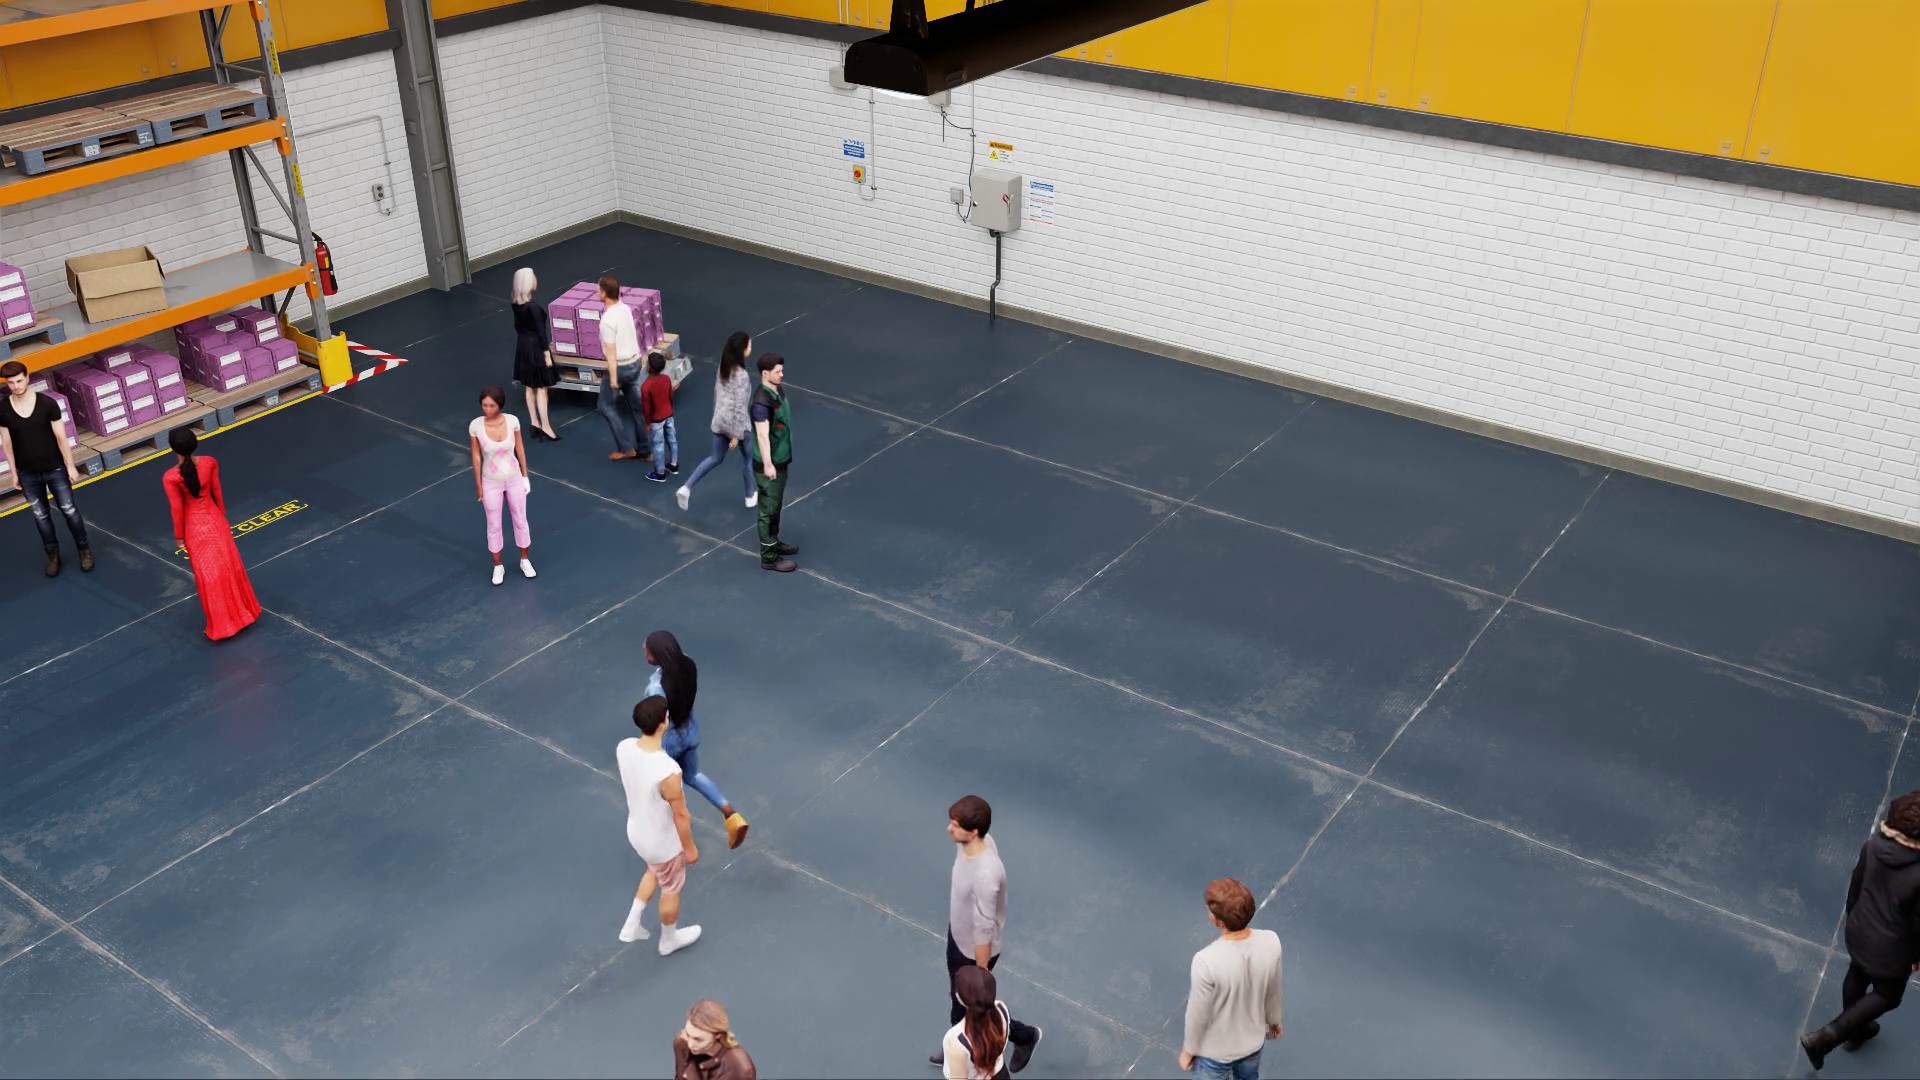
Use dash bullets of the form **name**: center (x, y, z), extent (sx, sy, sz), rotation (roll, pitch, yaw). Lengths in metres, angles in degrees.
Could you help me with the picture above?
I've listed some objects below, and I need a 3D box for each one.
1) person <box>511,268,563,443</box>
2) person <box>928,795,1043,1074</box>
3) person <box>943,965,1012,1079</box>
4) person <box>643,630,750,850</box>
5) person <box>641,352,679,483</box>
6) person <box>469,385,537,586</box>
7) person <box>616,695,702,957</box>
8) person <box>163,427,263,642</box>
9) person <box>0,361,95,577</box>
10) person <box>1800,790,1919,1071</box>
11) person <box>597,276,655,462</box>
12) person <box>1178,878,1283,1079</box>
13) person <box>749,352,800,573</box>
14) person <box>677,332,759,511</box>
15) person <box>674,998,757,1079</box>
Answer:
- **person**: center (-4.109, -1.793, 16.072), extent (0.634, 1.747, 0.609), rotation (25, 37, 37)
- **person**: center (0.162, 2.112, 8.825), extent (0.990, 1.832, 0.926), rotation (-6, 29, -10)
- **person**: center (0.097, 2.689, 7.960), extent (0.613, 1.647, 0.476), rotation (21, 35, 33)
- **person**: center (-1.702, 1.315, 10.439), extent (0.753, 1.685, 0.943), rotation (14, 32, 24)
- **person**: center (-2.781, -1.156, 15.417), extent (0.557, 1.256, 0.423), rotation (19, 34, 31)
- **person**: center (-3.754, -0.471, 13.653), extent (0.615, 1.743, 0.721), rotation (-11, 31, -20)
- **person**: center (-1.815, 1.722, 9.599), extent (0.706, 1.775, 0.787), rotation (25, 38, 38)
- **person**: center (-5.828, -0.049, 12.838), extent (0.704, 1.784, 0.563), rotation (15, 32, 25)
- **person**: center (-7.593, -0.607, 13.746), extent (0.709, 1.894, 0.797), rotation (-8, 30, -15)
- **person**: center (4.892, 2.127, 8.869), extent (1.085, 1.765, 0.926), rotation (-13, 31, -22)
- **person**: center (-3.073, -1.570, 15.565), extent (0.793, 1.840, 0.682), rotation (12, 31, 21)
- **person**: center (1.360, 2.435, 8.164), extent (0.754, 1.897, 0.920), rotation (-8, 30, -15)
- **person**: center (-1.583, -0.674, 13.863), extent (0.828, 1.899, 0.717), rotation (1, 29, 2)
- **person**: center (-2.087, -0.965, 14.615), extent (1.193, 1.689, 0.839), rotation (-23, 36, -36)
- **person**: center (-1.098, 2.740, 7.817), extent (0.665, 1.694, 0.615), rotation (14, 31, 23)
